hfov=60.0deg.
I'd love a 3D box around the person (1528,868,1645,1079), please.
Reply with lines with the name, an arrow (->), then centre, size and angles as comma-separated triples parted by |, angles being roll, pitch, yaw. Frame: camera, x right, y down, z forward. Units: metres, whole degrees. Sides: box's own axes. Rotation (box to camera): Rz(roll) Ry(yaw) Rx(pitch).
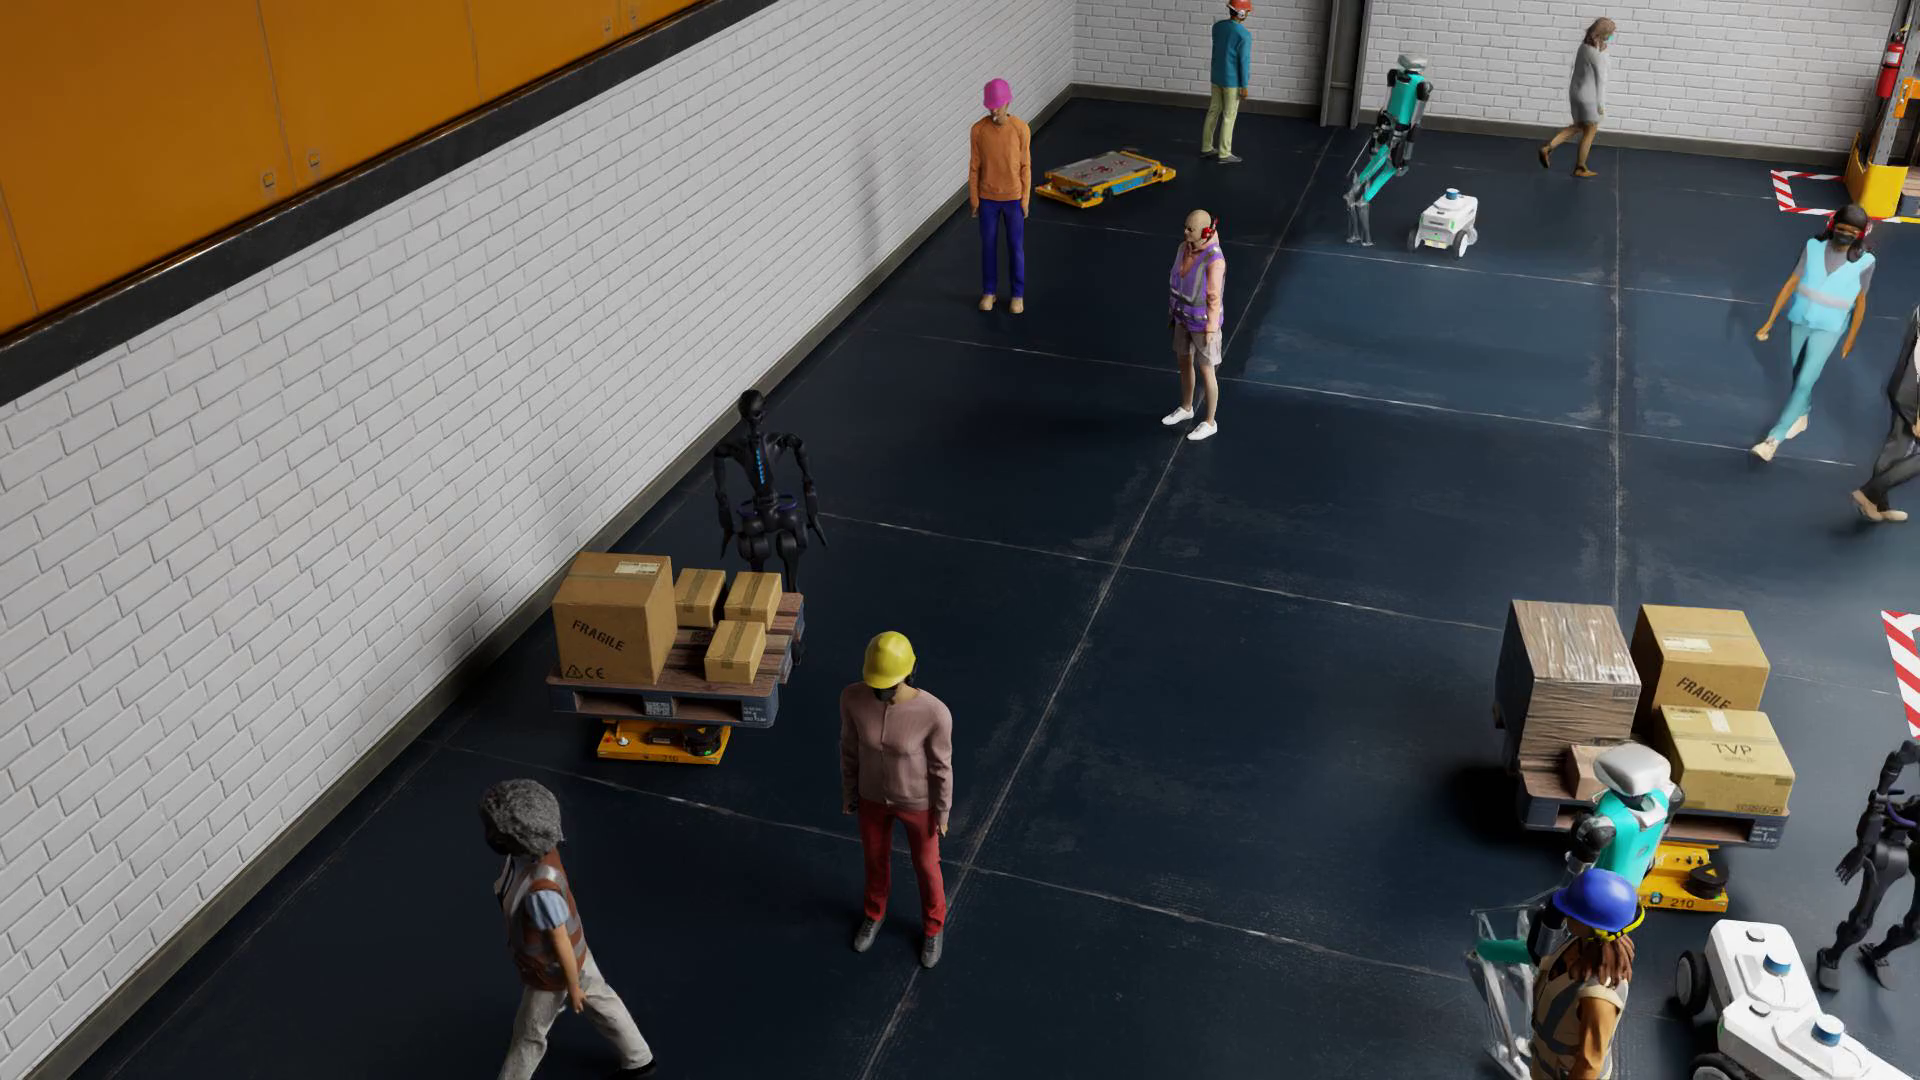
person -> 2.152, 1.871, 5.952 | 0.314, 1.778, 0.468 | 7, 31, 12

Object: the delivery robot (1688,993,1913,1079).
delivery robot -> 3.411, 2.149, 6.681 | 0.499, 0.587, 0.788 | -21, 36, -32

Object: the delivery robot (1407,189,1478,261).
delivery robot -> 4.481, -2.917, 15.322 | 0.504, 0.611, 0.783 | 18, 35, 28

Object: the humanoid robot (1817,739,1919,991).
humanoid robot -> 4.080, 1.274, 7.077 | 0.596, 1.649, 0.367 | 2, 31, 4

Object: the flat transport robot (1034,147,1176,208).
flat transport robot -> 1.483, -3.676, 16.879 | 1.431, 0.231, 0.659 | -26, 39, -37

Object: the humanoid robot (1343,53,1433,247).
humanoid robot -> 3.794, -3.487, 15.127 | 0.716, 1.803, 0.539 | -13, 33, -21

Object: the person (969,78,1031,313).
person -> 0.326, -2.851, 13.804 | 0.515, 1.972, 0.404 | 4, 31, 7

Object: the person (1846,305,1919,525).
person -> 6.117, -0.893, 10.603 | 0.441, 1.828, 0.518 | 1, 30, 2

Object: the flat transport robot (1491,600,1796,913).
flat transport robot -> 3.356, 1.305, 8.405 | 0.659, 0.231, 1.431 | 4, 31, 6

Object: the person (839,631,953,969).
person -> -0.280, 1.132, 7.234 | 0.520, 1.759, 0.347 | 10, 32, 16

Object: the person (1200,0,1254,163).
person -> 2.838, -4.840, 17.413 | 0.382, 1.739, 0.577 | -18, 35, -28

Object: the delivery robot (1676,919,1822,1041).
delivery robot -> 3.382, 1.951, 7.017 | 0.499, 0.587, 0.758 | 4, 31, 7

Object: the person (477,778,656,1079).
person -> -1.660, 1.629, 6.487 | 0.881, 1.639, 0.468 | -10, 32, -17

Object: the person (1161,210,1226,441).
person -> 1.679, -1.542, 11.852 | 0.351, 1.685, 0.486 | -18, 35, -27

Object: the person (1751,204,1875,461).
person -> 5.884, -1.444, 11.552 | 1.015, 1.812, 0.529 | -23, 37, -34

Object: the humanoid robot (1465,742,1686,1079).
humanoid robot -> 2.343, 1.463, 6.657 | 0.538, 1.769, 0.713 | -18, 35, -28

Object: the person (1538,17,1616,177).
person -> 6.330, -4.482, 16.888 | 0.561, 1.646, 0.499 | -5, 31, -8

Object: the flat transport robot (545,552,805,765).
flat transport robot -> -1.527, 0.750, 9.350 | 0.659, 0.231, 1.431 | 3, 31, 5

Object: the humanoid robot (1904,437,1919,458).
humanoid robot -> 6.650, -1.175, 11.253 | 0.725, 1.867, 0.533 | -11, 32, -18

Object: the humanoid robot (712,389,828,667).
humanoid robot -> -1.076, -0.118, 9.456 | 0.610, 1.626, 0.682 | -6, 31, -10
